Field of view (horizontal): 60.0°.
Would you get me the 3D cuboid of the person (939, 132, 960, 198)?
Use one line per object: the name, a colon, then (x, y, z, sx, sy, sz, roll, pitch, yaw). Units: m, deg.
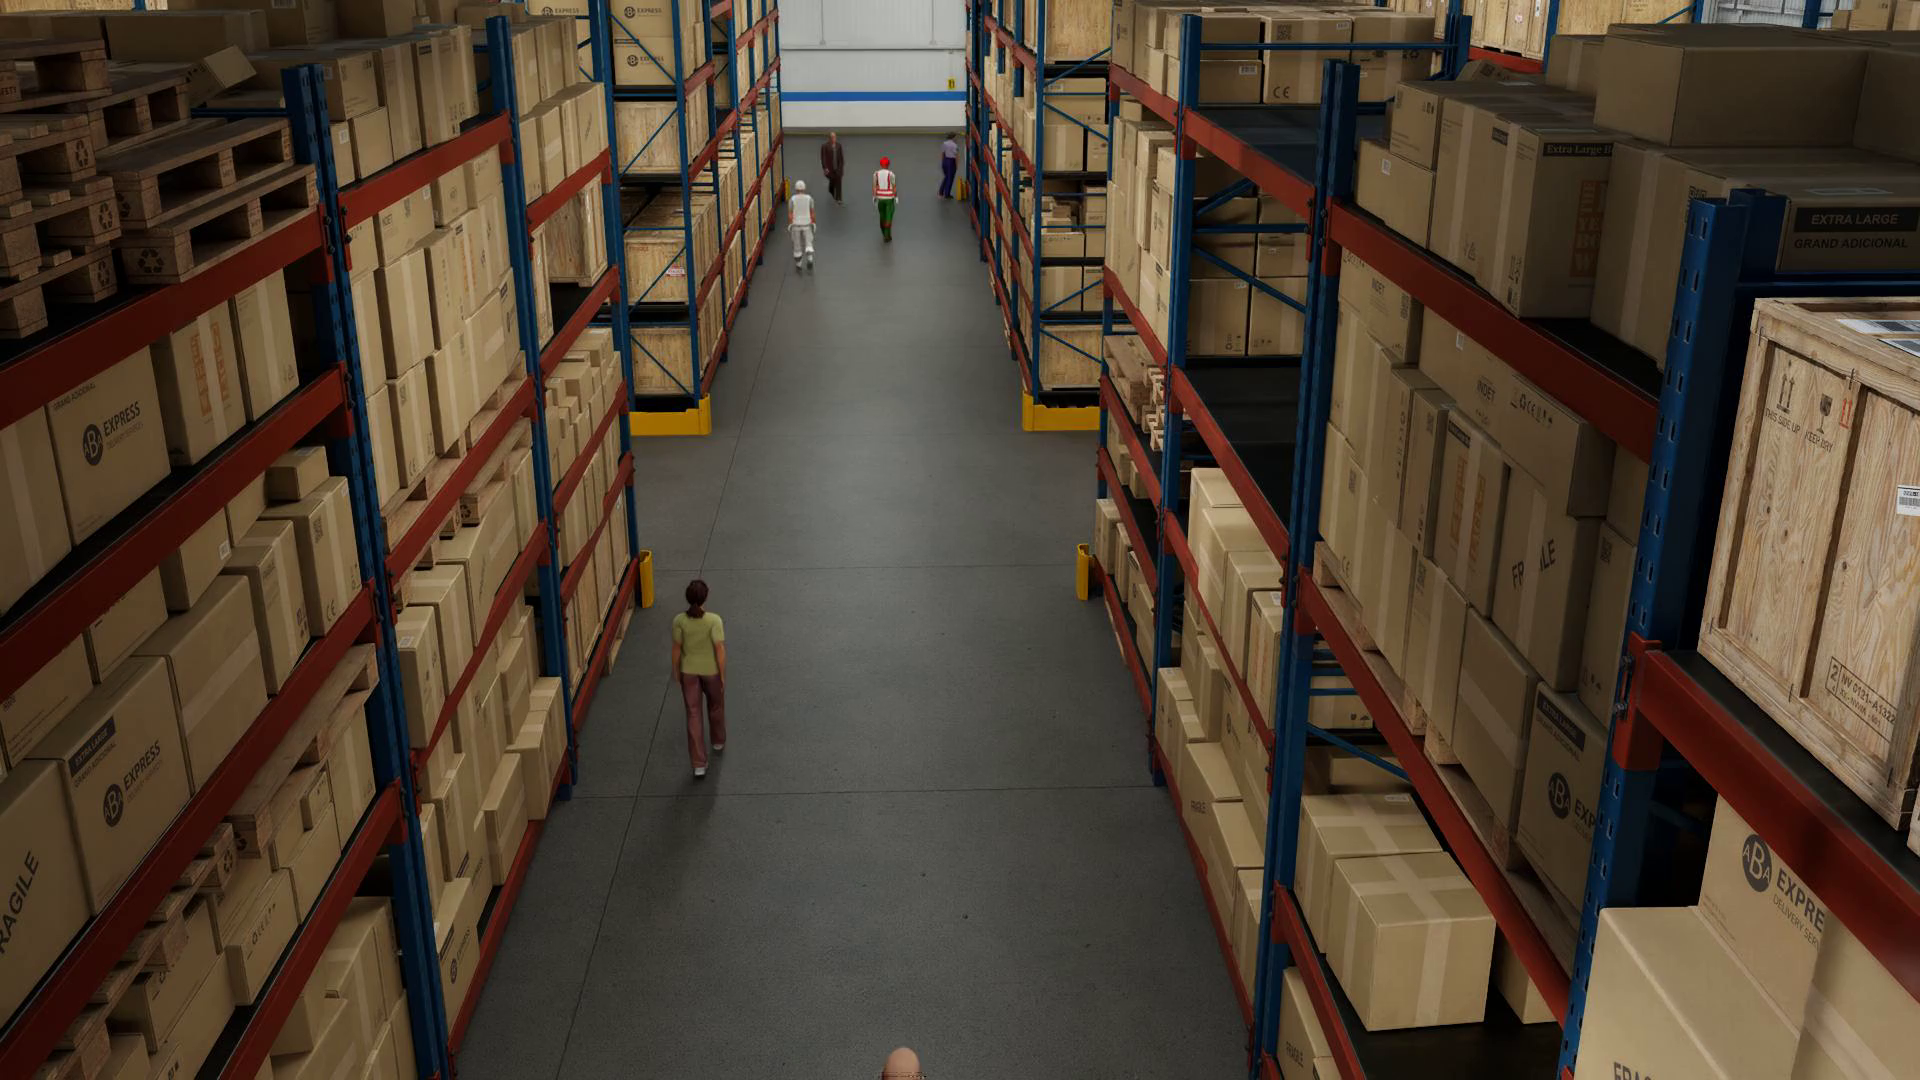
person: (-0.259, -9.478, 42.026, 0.567, 1.642, 0.435, 18, 27, 39)

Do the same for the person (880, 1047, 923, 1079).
person: (-0.293, 3.147, 8.062, 0.597, 1.770, 0.901, 1, 21, 3)

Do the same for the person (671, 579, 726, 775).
person: (-2.147, 1.057, 13.776, 0.444, 1.644, 0.791, -2, 21, -5)

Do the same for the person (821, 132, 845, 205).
person: (-3.158, -9.260, 41.321, 0.674, 1.746, 0.920, -7, 22, -19)

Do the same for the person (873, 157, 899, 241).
person: (-1.618, -7.528, 36.652, 0.563, 1.804, 0.735, 7, 21, 17)

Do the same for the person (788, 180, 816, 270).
person: (-3.175, -6.320, 33.380, 0.550, 1.790, 0.703, -4, 21, -10)
